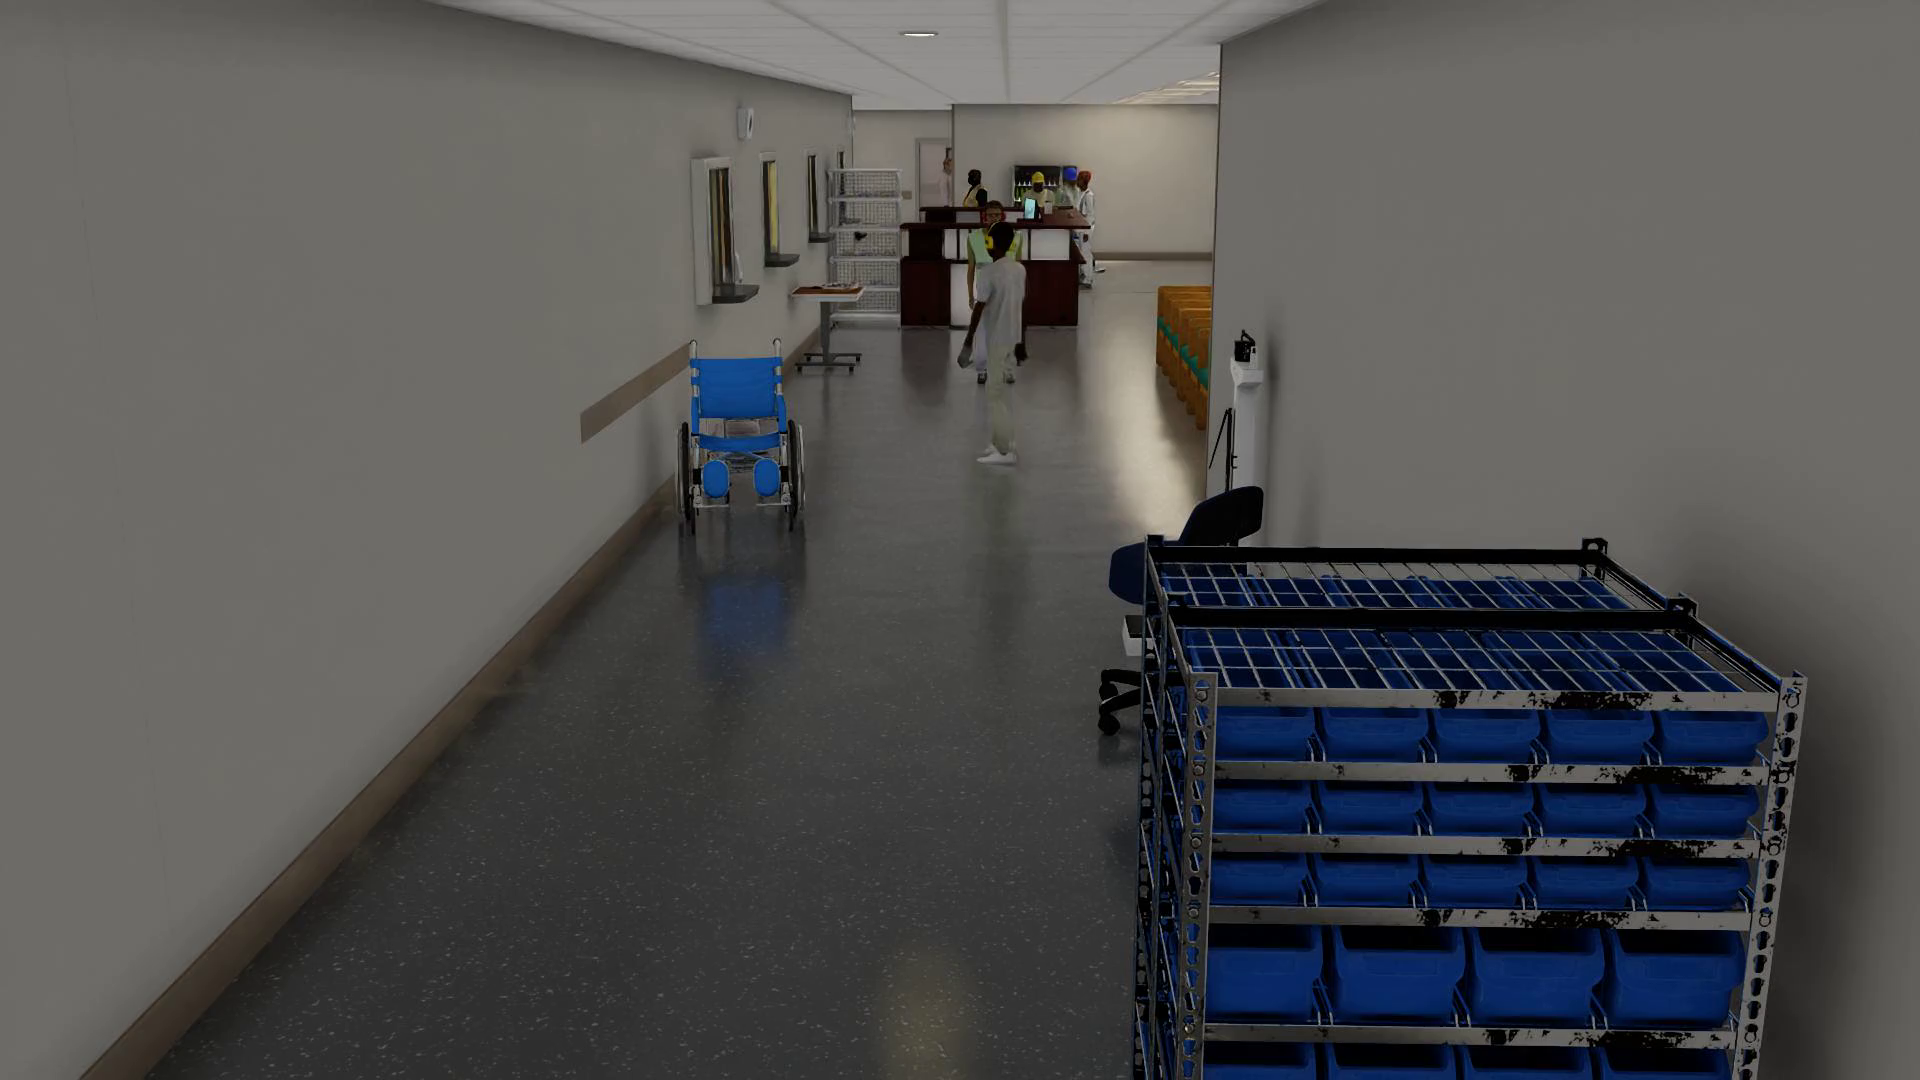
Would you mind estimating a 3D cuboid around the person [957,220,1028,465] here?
[{"bbox_3d":[0.229,-1.484,12.654,0.475,1.853,0.583,9,17,34],"label":"person"}]

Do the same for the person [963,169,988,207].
[{"bbox_3d":[0.262,-5.667,29.639,0.429,1.845,0.621,-5,15,-18],"label":"person"}]

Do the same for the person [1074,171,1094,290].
[{"bbox_3d":[1.972,-4.964,26.697,0.356,1.884,0.574,-3,14,-13],"label":"person"}]

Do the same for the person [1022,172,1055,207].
[{"bbox_3d":[1.347,-5.438,28.764,0.584,1.823,0.404,1,14,3],"label":"person"}]

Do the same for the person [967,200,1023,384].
[{"bbox_3d":[0.349,-2.499,16.796,0.560,1.839,0.393,-1,14,-3],"label":"person"}]

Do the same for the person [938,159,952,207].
[{"bbox_3d":[-0.253,-7.412,36.588,0.407,1.908,0.641,2,14,9],"label":"person"}]

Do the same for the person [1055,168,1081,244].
[{"bbox_3d":[1.964,-5.591,29.274,0.720,1.879,0.986,-13,19,-43],"label":"person"}]
